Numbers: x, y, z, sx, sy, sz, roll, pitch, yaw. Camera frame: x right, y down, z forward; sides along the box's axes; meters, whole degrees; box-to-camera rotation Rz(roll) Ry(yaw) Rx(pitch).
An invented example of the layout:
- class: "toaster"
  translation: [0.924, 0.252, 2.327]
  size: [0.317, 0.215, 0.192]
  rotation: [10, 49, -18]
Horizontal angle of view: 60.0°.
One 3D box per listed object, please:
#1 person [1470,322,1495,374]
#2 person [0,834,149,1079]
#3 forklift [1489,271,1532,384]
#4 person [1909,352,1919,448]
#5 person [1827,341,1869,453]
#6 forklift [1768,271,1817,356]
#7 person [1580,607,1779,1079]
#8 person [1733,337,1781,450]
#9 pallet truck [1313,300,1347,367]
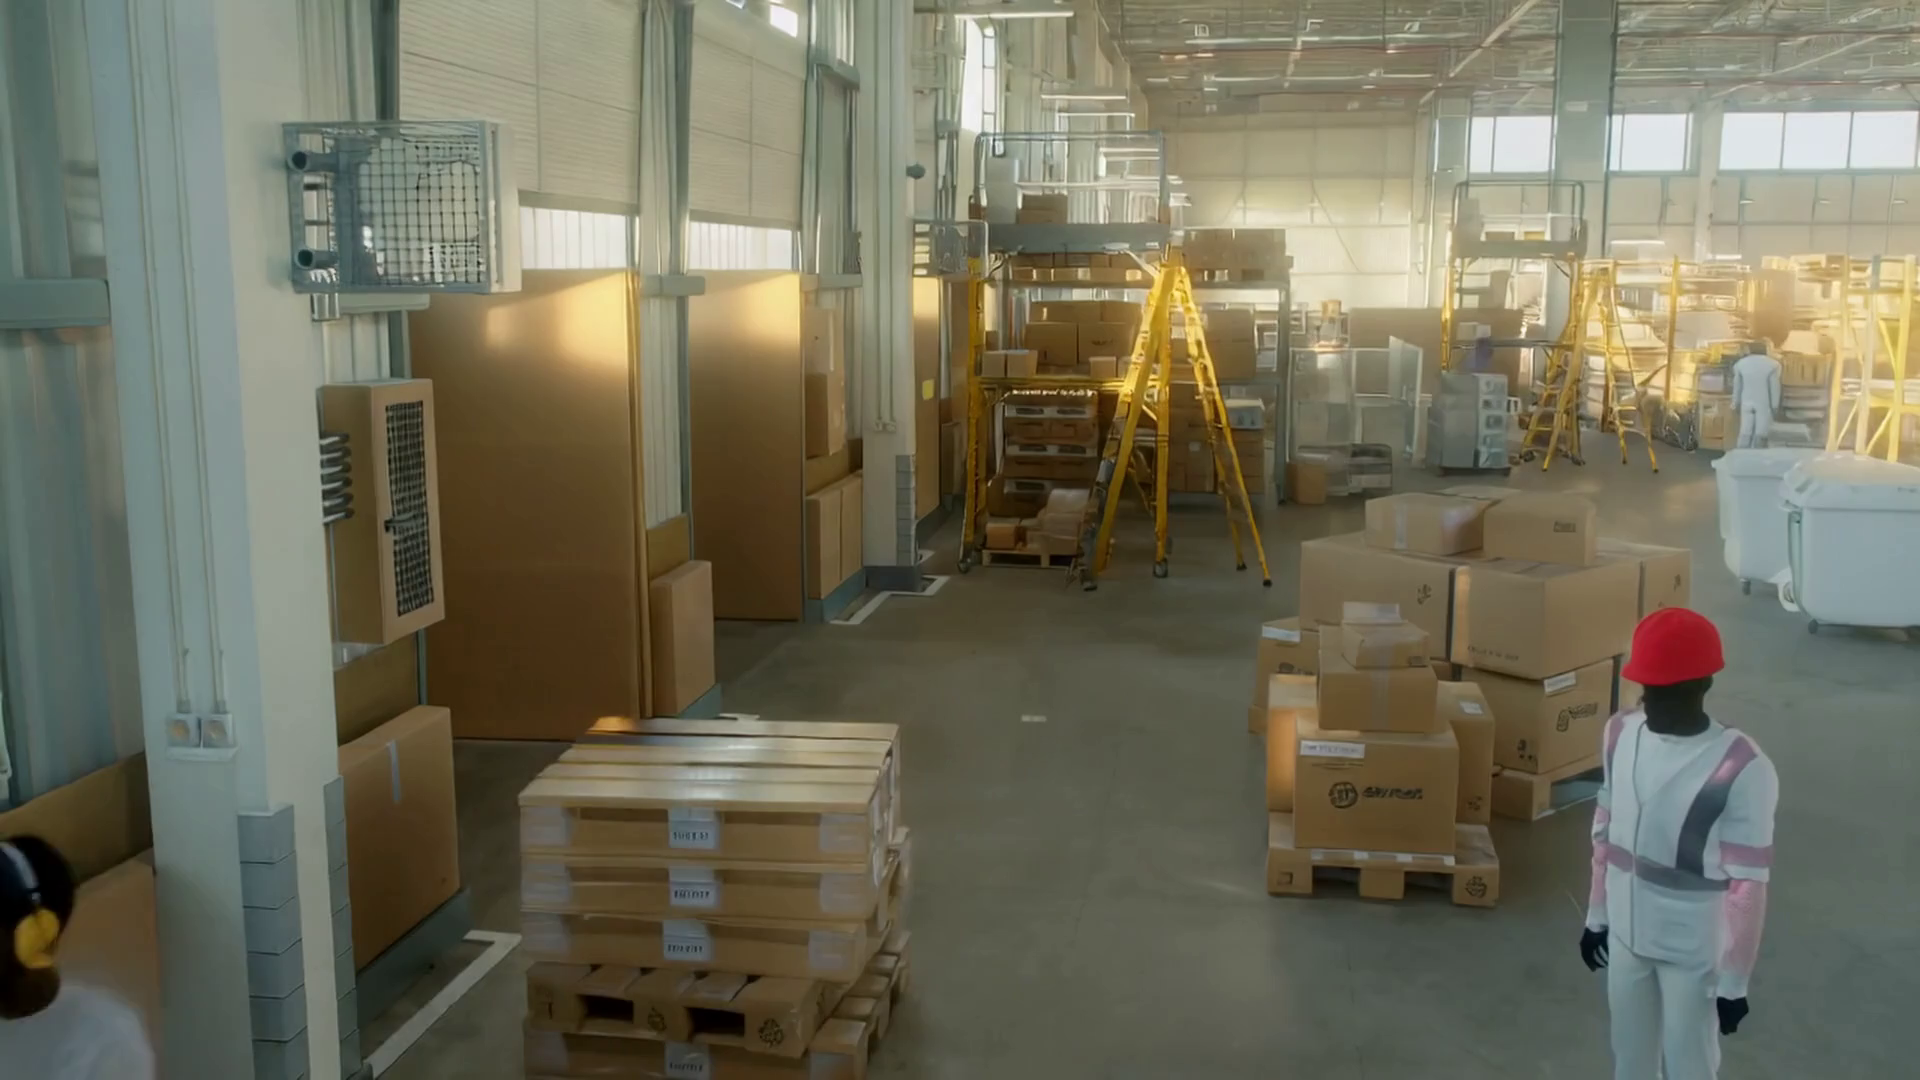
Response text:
- class: "person"
  translation: [9.710, -3.156, 31.302]
  size: [0.550, 1.892, 0.785]
  rotation: [-5, 11, -30]
- class: "person"
  translation: [-1.778, 1.448, 3.039]
  size: [0.524, 1.834, 0.900]
  rotation: [7, 12, 37]
- class: "forklift"
  translation: [13.422, -5.322, 41.591]
  size: [1.873, 2.768, 1.129]
  rotation: [1, 9, 9]
- class: "person"
  translation: [15.516, -2.340, 26.726]
  size: [0.321, 1.736, 0.488]
  rotation: [5, 10, 26]
- class: "person"
  translation: [12.895, -1.981, 24.219]
  size: [0.666, 1.828, 0.628]
  rotation: [-5, 10, -27]
- class: "forklift"
  translation: [23.668, -6.372, 48.063]
  size: [1.873, 2.768, 1.129]
  rotation: [0, 9, 3]
- class: "person"
  translation: [2.015, 1.130, 4.763]
  size: [0.395, 1.918, 0.586]
  rotation: [-4, 10, -23]
- class: "person"
  translation: [10.998, -1.832, 22.974]
  size: [0.379, 1.937, 0.629]
  rotation: [-8, 12, -40]
- class: "pallet truck"
  translation: [11.159, -6.200, 49.718]
  size: [0.823, 1.965, 1.885]
  rotation: [4, 10, 26]
